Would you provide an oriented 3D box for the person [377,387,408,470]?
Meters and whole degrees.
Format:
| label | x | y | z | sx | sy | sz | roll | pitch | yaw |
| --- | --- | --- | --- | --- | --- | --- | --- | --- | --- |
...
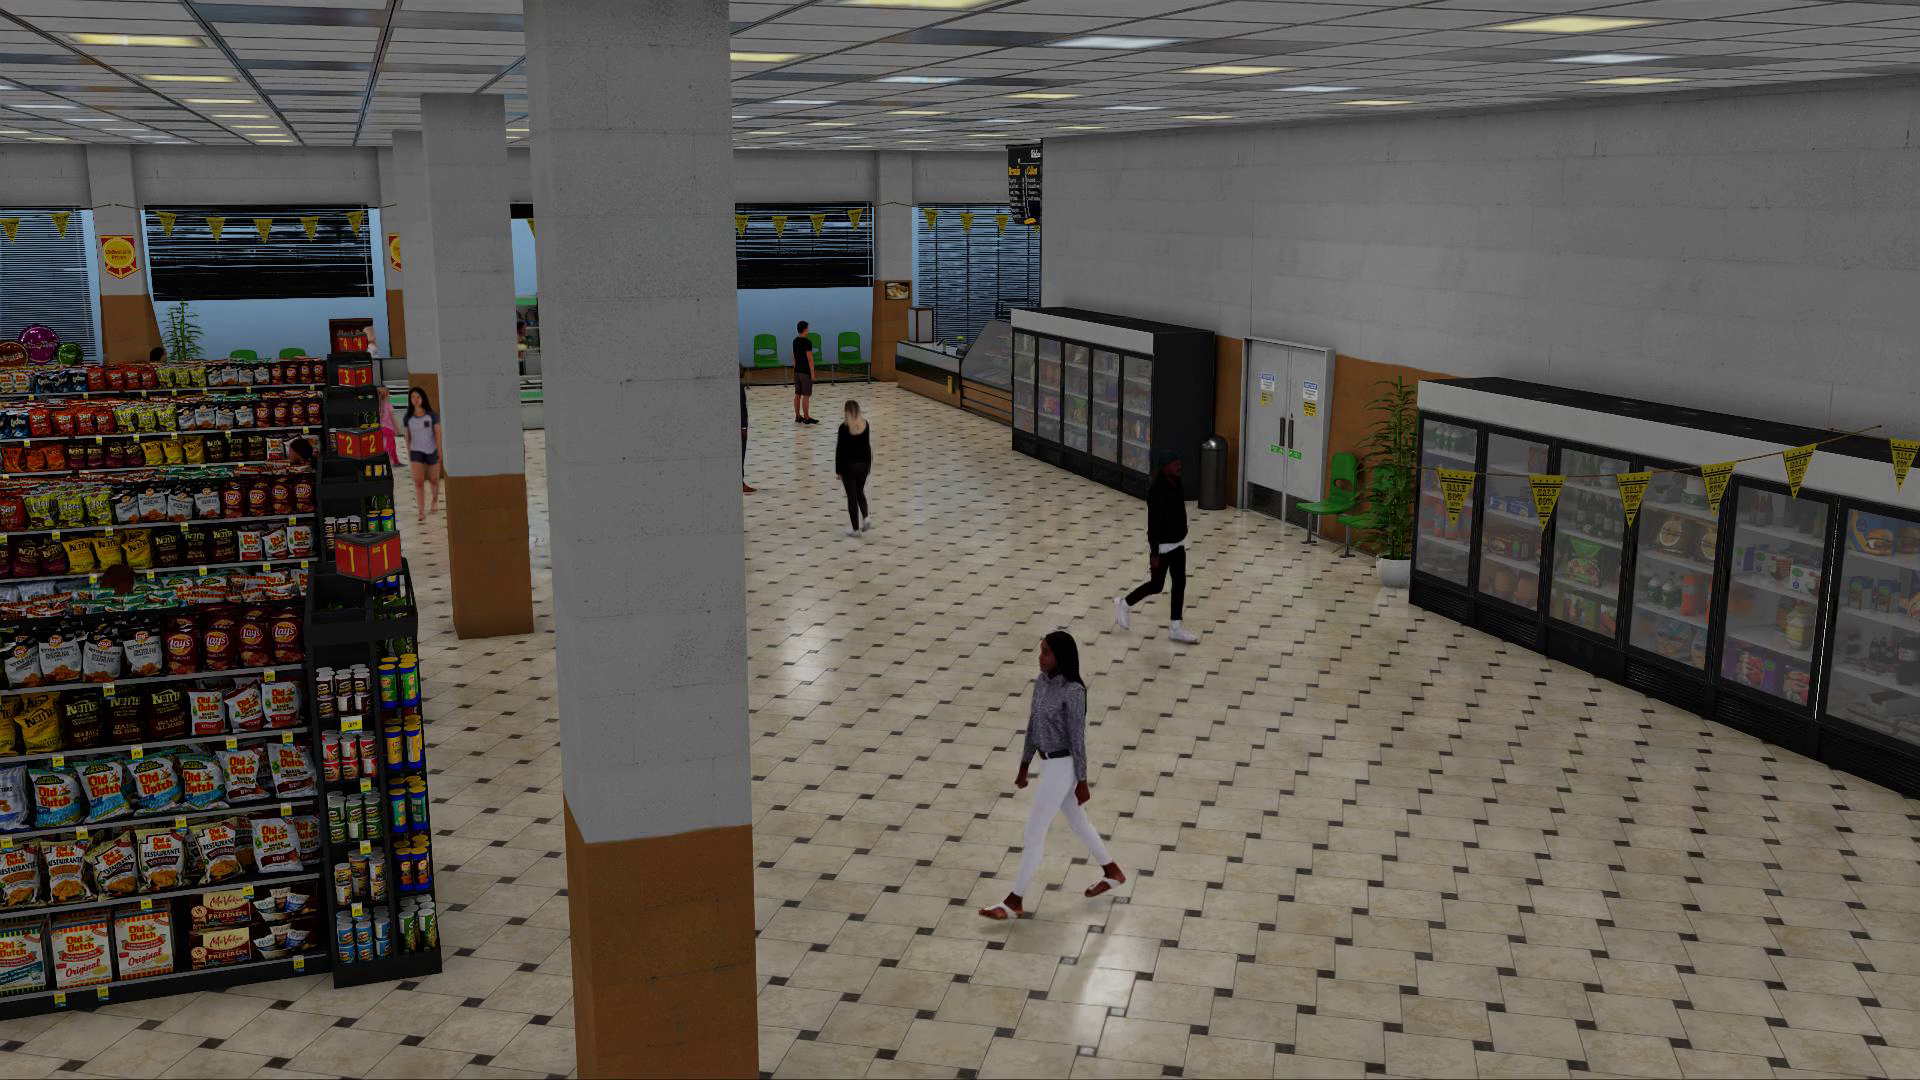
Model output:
| label | x | y | z | sx | sy | sz | roll | pitch | yaw |
| --- | --- | --- | --- | --- | --- | --- | --- | --- | --- |
| person | -8.637 | -1.655 | 25.008 | 0.743 | 1.260 | 0.922 | 10 | 16 | 40 |

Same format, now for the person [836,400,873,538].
| label | x | y | z | sx | sy | sz | roll | pitch | yaw |
| --- | --- | --- | --- | --- | --- | --- | --- | --- | --- |
| person | -1.229 | -0.846 | 20.146 | 0.705 | 1.680 | 0.787 | -9 | 15 | -35 |

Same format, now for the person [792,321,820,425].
| label | x | y | z | sx | sy | sz | roll | pitch | yaw |
| --- | --- | --- | --- | --- | --- | --- | --- | --- | --- |
| person | -2.849 | -3.041 | 30.128 | 0.732 | 1.861 | 0.770 | -11 | 16 | -43 |

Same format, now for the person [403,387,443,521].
| label | x | y | z | sx | sy | sz | roll | pitch | yaw |
| --- | --- | --- | --- | --- | --- | --- | --- | --- | --- |
| person | -6.891 | -1.118 | 21.461 | 1.062 | 1.669 | 0.739 | -3 | 12 | -14 |

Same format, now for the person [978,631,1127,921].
| label | x | y | z | sx | sy | sz | roll | pitch | yaw |
| --- | --- | --- | --- | --- | --- | --- | --- | --- | --- |
| person | 0.650 | 1.366 | 9.649 | 1.205 | 1.675 | 0.646 | -5 | 13 | -22 |

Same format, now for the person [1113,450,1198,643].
| label | x | y | z | sx | sy | sz | roll | pitch | yaw |
| --- | --- | --- | --- | --- | --- | --- | --- | --- | --- |
| person | 1.853 | 0.051 | 15.596 | 1.073 | 1.798 | 1.151 | 10 | 16 | 40 |

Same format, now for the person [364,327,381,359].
| label | x | y | z | sx | sy | sz | roll | pitch | yaw |
| --- | --- | --- | --- | --- | --- | --- | --- | --- | --- |
| person | -10.541 | -2.973 | 30.184 | 1.075 | 1.706 | 0.706 | -2 | 12 | -11 |
